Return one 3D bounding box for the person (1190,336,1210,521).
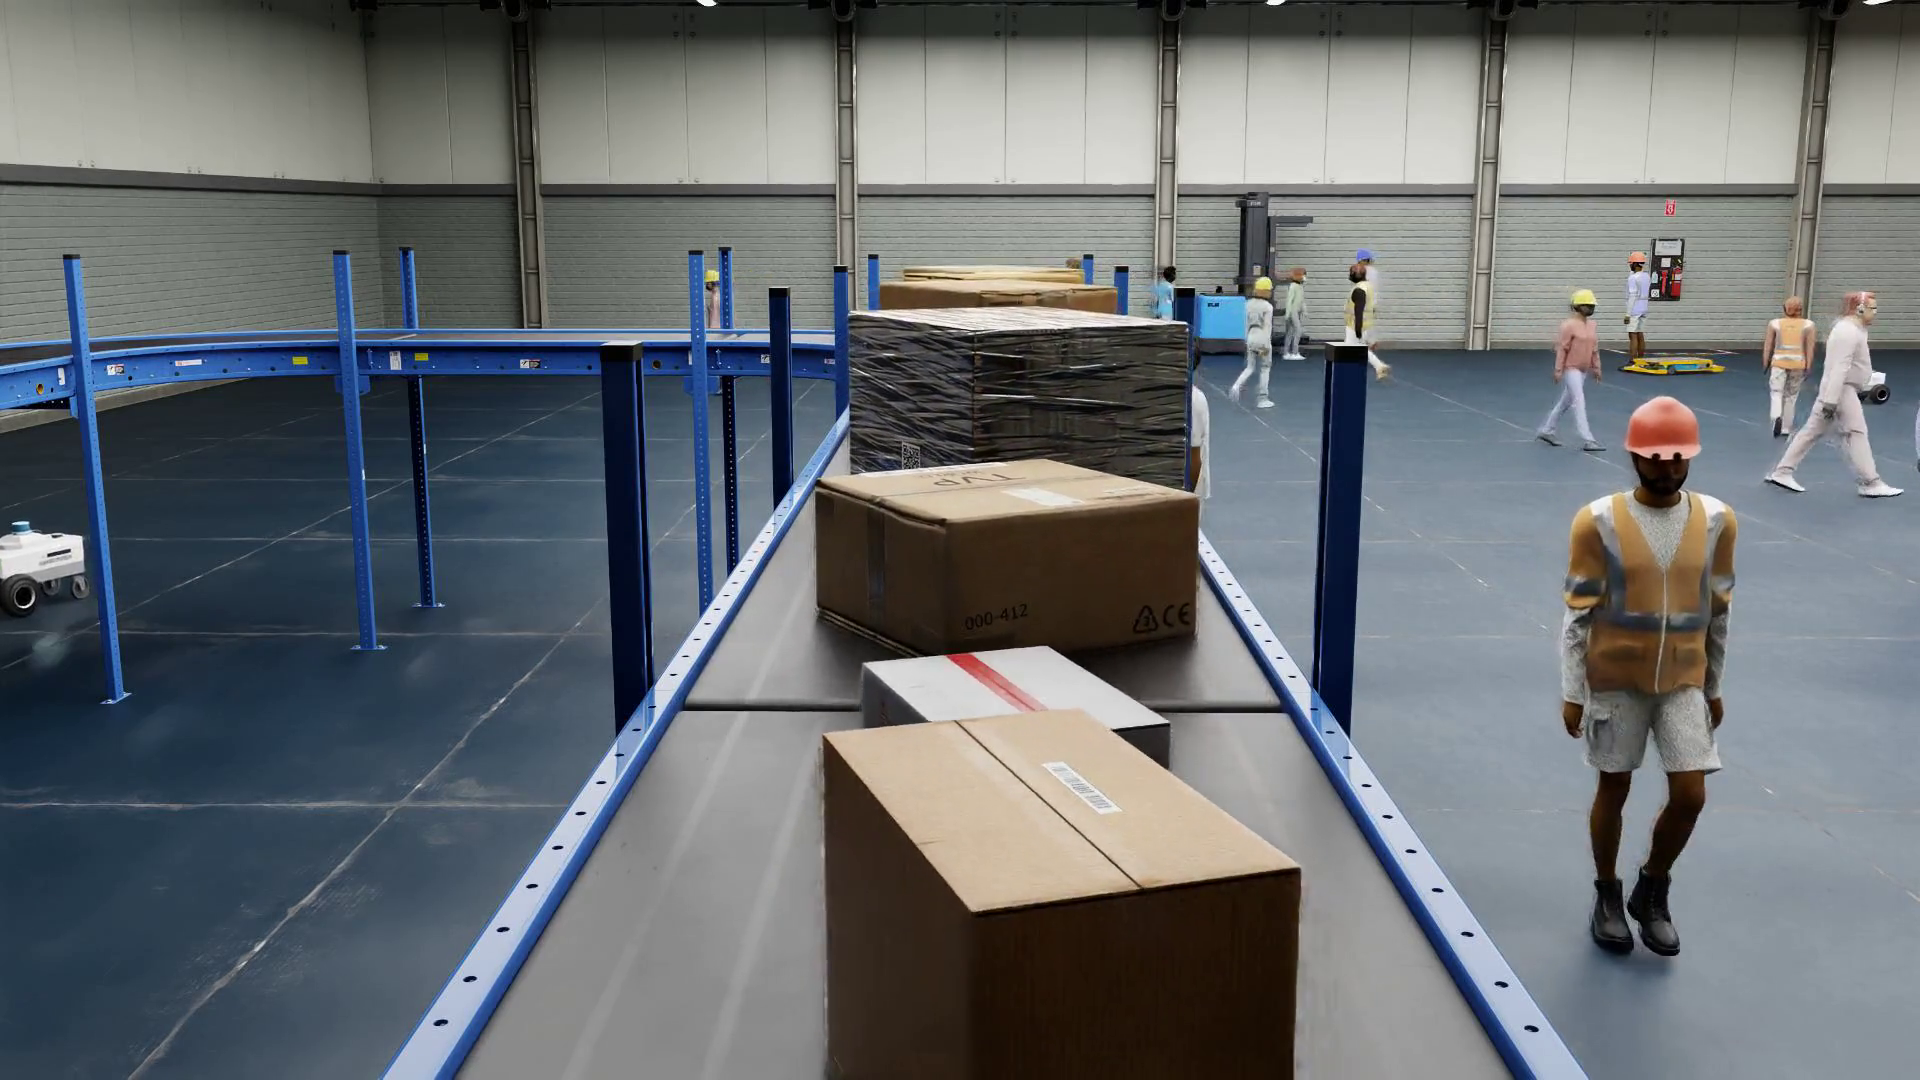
[{"bbox_3d":[1.234,-0.220,9.297,0.327,1.871,0.514,1,11,5],"label":"person"}]

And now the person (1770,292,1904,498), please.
[{"bbox_3d":[7.942,-1.312,15.007,1.070,1.852,0.652,4,12,21],"label":"person"}]

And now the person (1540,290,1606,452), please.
[{"bbox_3d":[6.675,-1.847,18.036,0.535,1.723,0.911,-7,13,-34],"label":"person"}]

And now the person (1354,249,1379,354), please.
[{"bbox_3d":[7.224,-4.224,29.725,0.443,1.926,0.644,0,11,-2],"label":"person"}]

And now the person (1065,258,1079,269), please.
[{"bbox_3d":[1.822,-3.654,27.064,0.488,1.828,0.523,3,12,17],"label":"person"}]

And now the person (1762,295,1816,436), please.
[{"bbox_3d":[9.435,-1.971,18.965,0.521,1.617,0.690,5,12,25],"label":"person"}]

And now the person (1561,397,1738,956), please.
[{"bbox_3d":[2.310,0.476,5.592,0.564,1.915,0.511,1,11,7],"label":"person"}]

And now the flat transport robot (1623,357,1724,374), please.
[{"bbox_3d":[11.579,-2.839,26.983,1.431,0.197,0.652,-4,12,-19],"label":"flat transport robot"}]

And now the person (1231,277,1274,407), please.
[{"bbox_3d":[3.905,-2.611,21.961,0.576,1.721,0.491,-8,14,-37],"label":"person"}]

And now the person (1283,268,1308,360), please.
[{"bbox_3d":[5.922,-3.956,29.151,0.575,1.607,0.528,5,12,25],"label":"person"}]

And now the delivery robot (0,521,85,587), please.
[{"bbox_3d":[-6.061,0.124,10.779,0.477,0.478,0.707,4,12,21],"label":"delivery robot"}]

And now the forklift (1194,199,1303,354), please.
[{"bbox_3d":[5.313,-4.851,30.603,1.873,2.768,1.129,0,11,1],"label":"forklift"}]

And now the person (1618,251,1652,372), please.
[{"bbox_3d":[10.982,-3.714,27.073,0.545,1.939,0.374,-9,14,-38],"label":"person"}]

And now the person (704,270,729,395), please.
[{"bbox_3d":[-3.495,-2.921,23.489,0.483,1.755,0.531,-2,11,-11],"label":"person"}]

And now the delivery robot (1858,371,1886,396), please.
[{"bbox_3d":[12.166,-2.174,22.596,0.707,0.478,0.477,-1,11,-8],"label":"delivery robot"}]

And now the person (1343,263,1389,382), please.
[{"bbox_3d":[5.975,-3.189,24.683,0.689,1.820,0.632,5,12,25],"label":"person"}]

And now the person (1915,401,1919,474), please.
[{"bbox_3d":[6.813,-0.614,11.253,0.655,1.895,0.582,4,12,22],"label":"person"}]

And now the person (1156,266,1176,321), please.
[{"bbox_3d":[3.606,-3.923,28.915,0.894,1.652,0.537,-4,12,-20],"label":"person"}]
